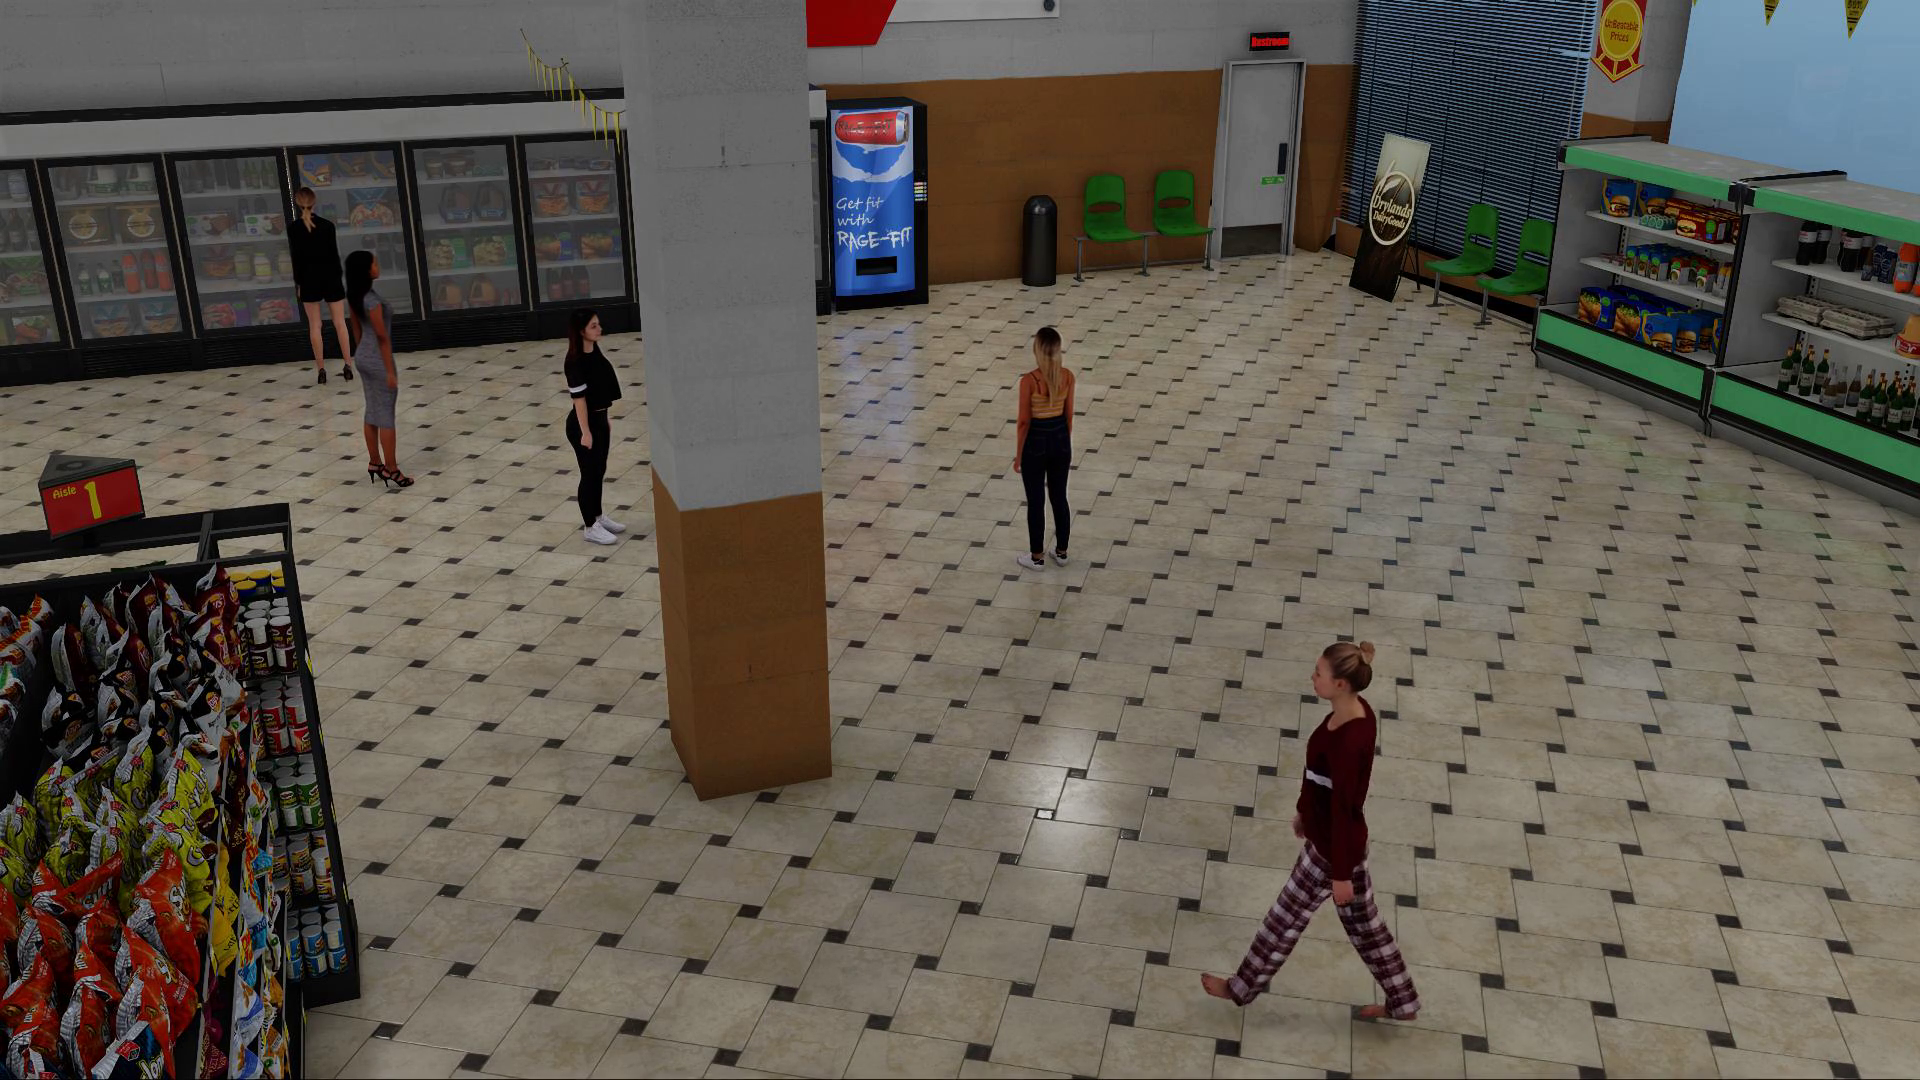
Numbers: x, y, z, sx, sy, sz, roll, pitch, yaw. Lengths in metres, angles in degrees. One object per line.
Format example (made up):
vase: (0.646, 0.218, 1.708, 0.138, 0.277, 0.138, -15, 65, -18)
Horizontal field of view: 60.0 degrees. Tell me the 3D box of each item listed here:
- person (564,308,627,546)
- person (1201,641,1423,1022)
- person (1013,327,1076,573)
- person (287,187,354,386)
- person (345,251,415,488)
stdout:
person: (-2.521, -0.788, 11.353, 0.761, 1.639, 0.661, 2, 22, 6)
person: (1.524, 1.188, 6.423, 1.118, 1.649, 1.139, 6, 23, 15)
person: (0.560, -0.593, 10.884, 0.595, 1.627, 0.532, -11, 24, -25)
person: (-5.727, -2.272, 14.875, 0.585, 1.768, 0.537, -10, 24, -23)
person: (-4.342, -1.268, 12.359, 0.716, 1.781, 0.595, -20, 29, -40)
